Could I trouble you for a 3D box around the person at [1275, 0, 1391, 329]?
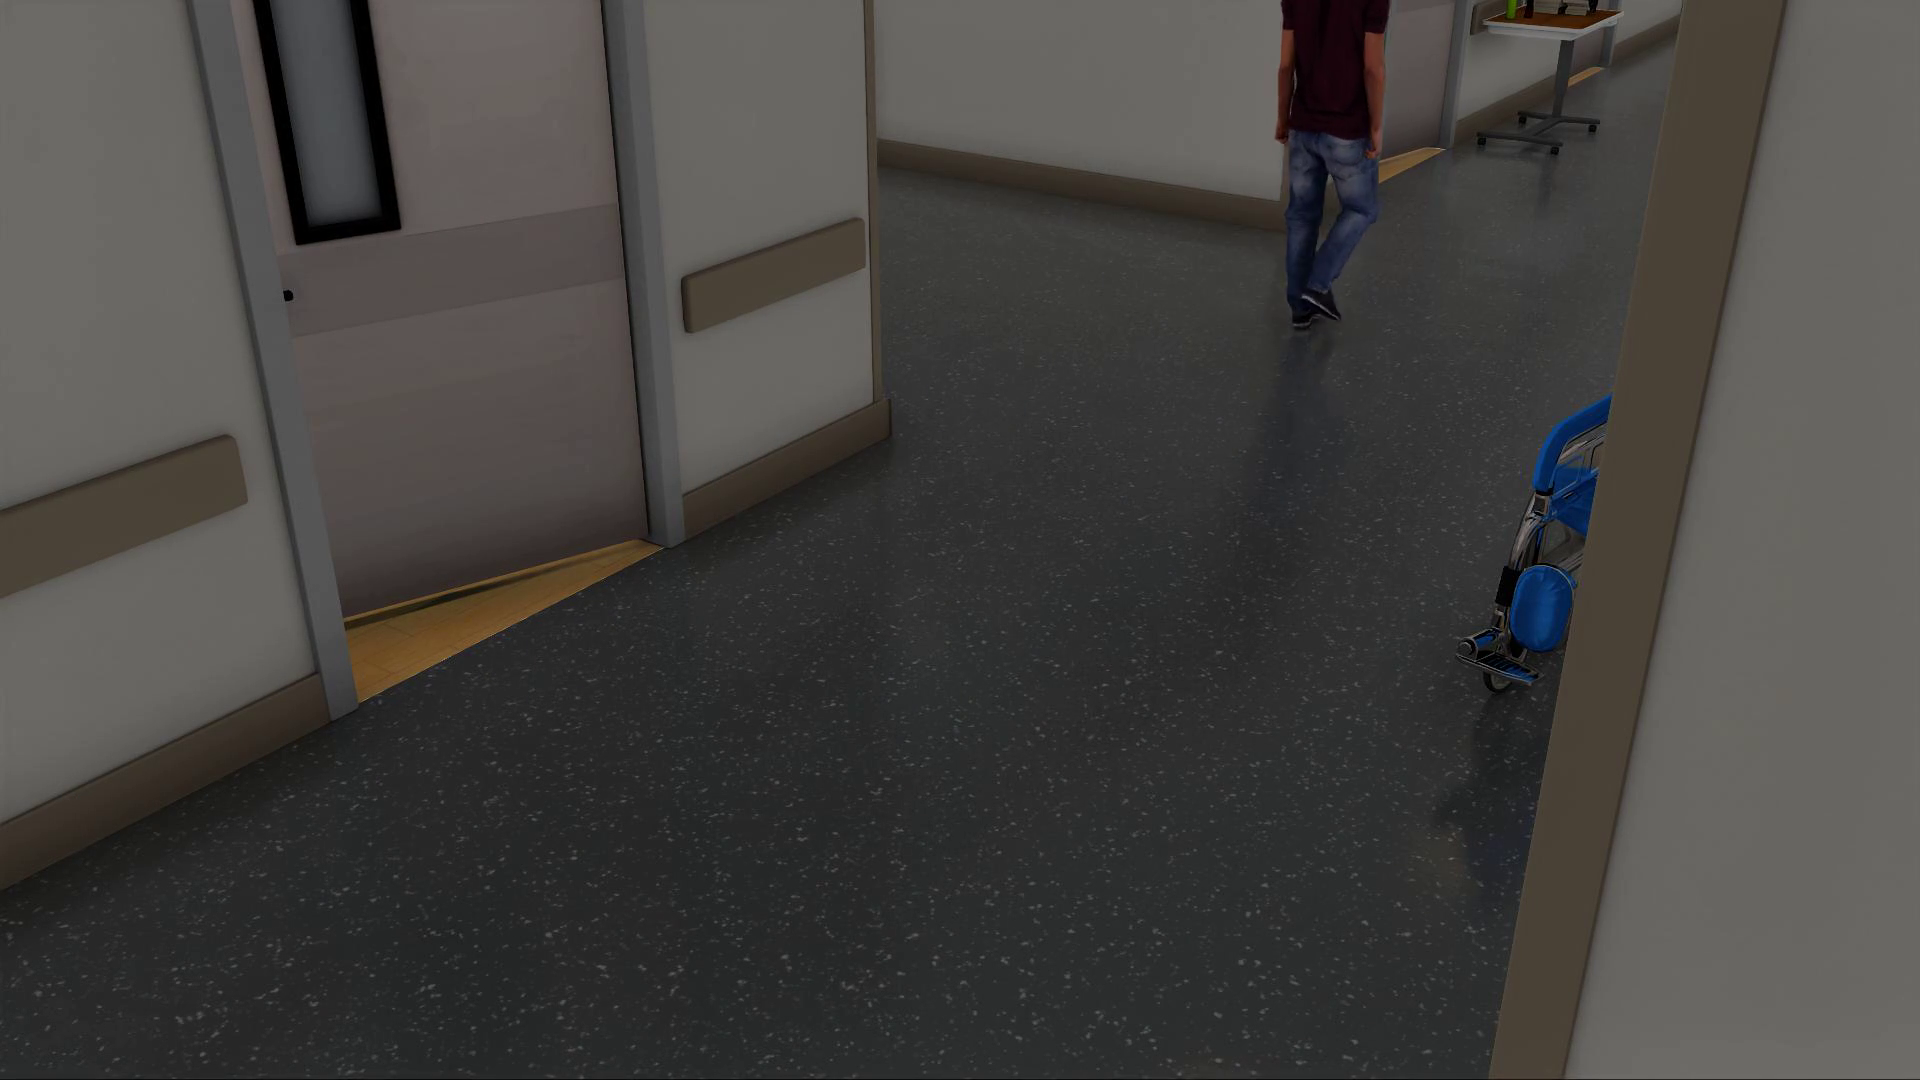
[{"bbox_3d":[1.594,-1.807,7.314,0.678,1.839,0.651,18,31,32],"label":"person"}]
